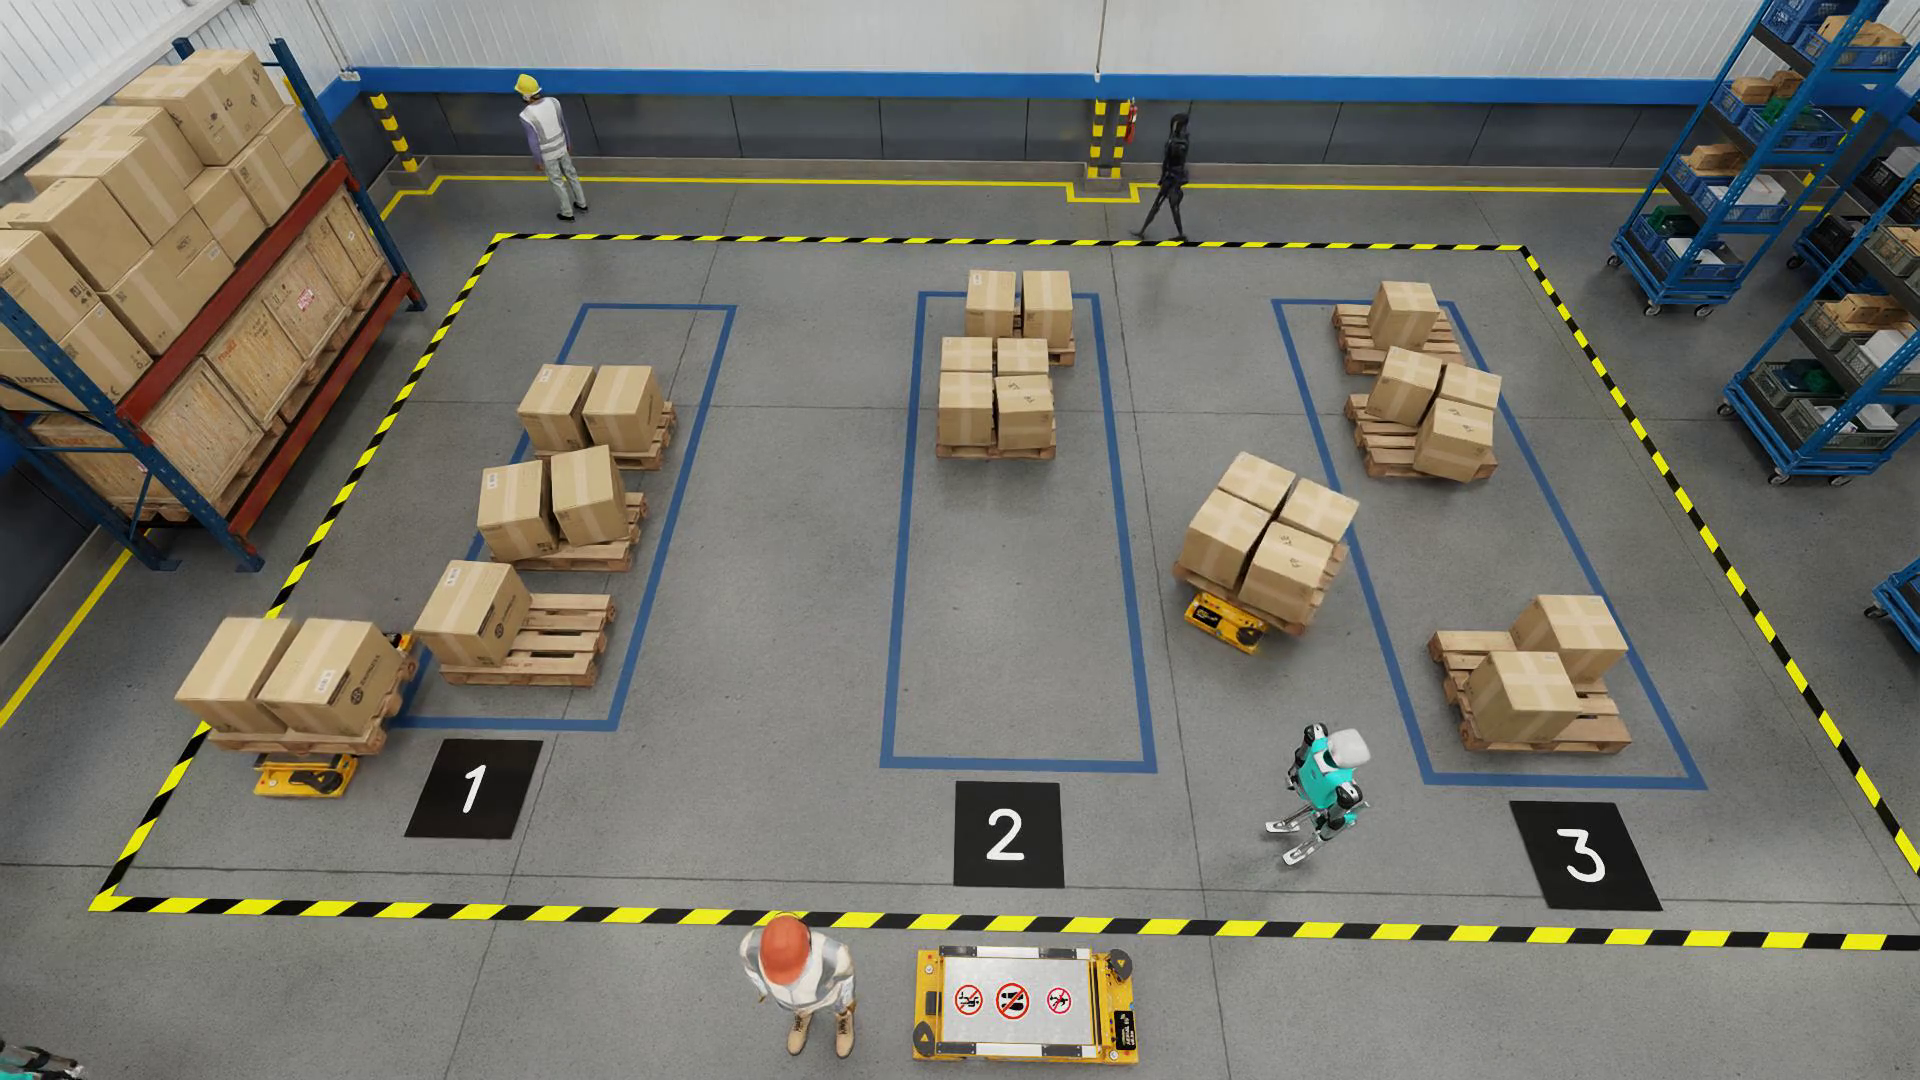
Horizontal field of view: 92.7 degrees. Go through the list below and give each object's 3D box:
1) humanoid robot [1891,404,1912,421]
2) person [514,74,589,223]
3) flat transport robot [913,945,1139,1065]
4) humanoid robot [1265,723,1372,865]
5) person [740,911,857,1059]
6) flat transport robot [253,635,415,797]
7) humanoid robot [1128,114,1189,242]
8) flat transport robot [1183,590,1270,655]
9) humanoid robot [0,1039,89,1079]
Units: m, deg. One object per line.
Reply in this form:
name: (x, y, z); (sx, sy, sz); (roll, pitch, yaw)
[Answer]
humanoid robot: (9.867, -1.809, 9.095); (0.595, 1.640, 0.818); (26, 56, 20)
person: (-5.111, -4.879, 11.450); (0.404, 1.836, 0.599); (23, 55, 18)
flat transport robot: (0.422, 3.041, 6.007); (1.431, 0.231, 0.659); (1, 51, 1)
humanoid robot: (2.506, 1.684, 6.082); (0.735, 1.673, 0.533); (-11, 52, -9)
person: (-0.883, 2.571, 5.244); (0.606, 2.048, 0.366); (4, 51, 3)
flat transport robot: (-5.027, 1.350, 7.368); (0.652, 0.197, 1.431); (1, 51, 1)
humanoid robot: (2.543, -4.336, 11.139); (0.769, 1.628, 0.613); (-7, 51, -6)
flat transport robot: (2.624, 0.326, 8.202); (0.652, 0.197, 1.431); (29, 56, 21)
humanoid robot: (-5.261, 3.122, 5.027); (0.800, 1.807, 0.530); (3, 51, 2)
